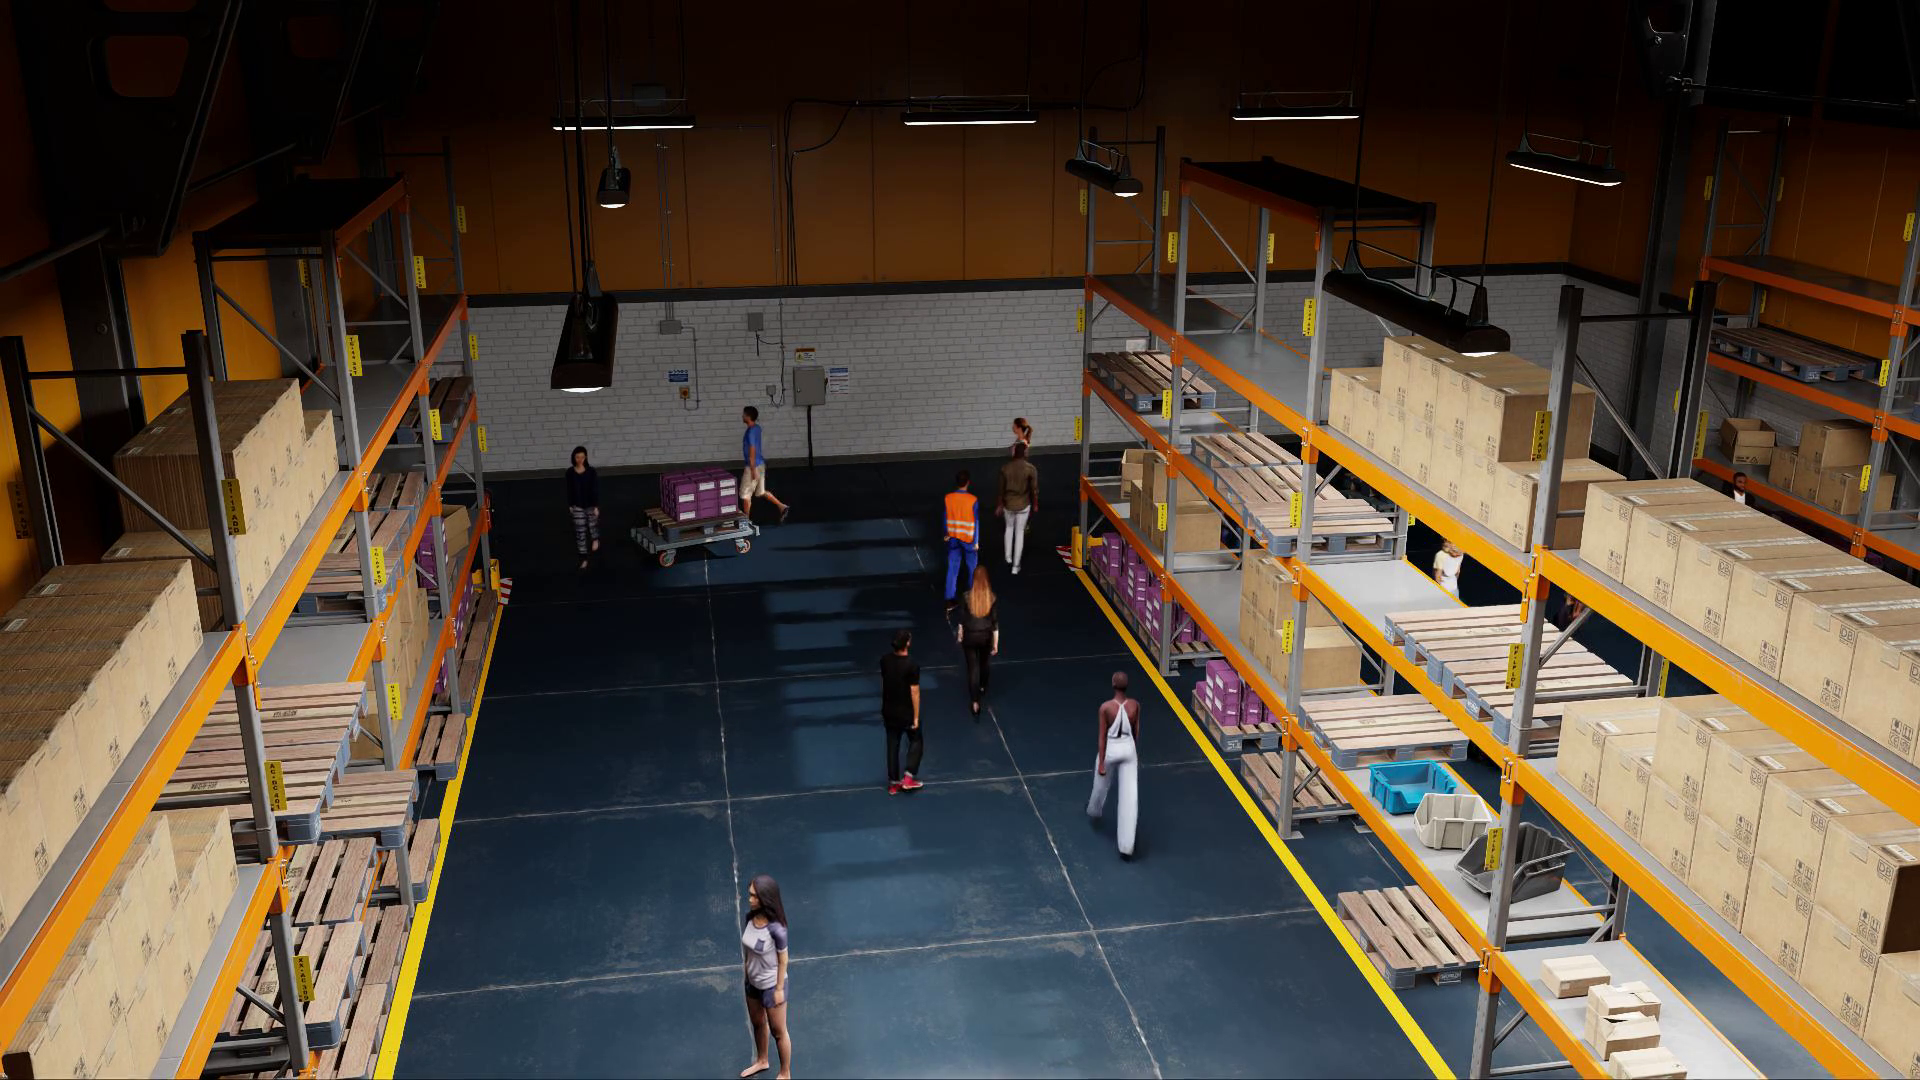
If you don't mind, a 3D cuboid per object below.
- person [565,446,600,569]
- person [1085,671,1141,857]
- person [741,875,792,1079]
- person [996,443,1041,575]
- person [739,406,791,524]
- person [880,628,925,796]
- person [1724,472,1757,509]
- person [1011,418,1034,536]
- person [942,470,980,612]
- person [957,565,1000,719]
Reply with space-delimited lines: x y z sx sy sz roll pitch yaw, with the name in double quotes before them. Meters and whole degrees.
"person" -5.223 -0.495 23.232 0.702 1.706 1.034 0 19 0
"person" 1.509 2.108 15.459 0.703 1.733 1.170 -6 19 -16
"person" -1.417 3.224 12.189 0.654 1.706 0.740 17 25 41
"person" 0.762 -0.407 22.832 0.959 1.794 1.082 5 19 13
"person" -2.979 -1.084 24.766 0.943 1.843 1.124 3 19 8
"person" -0.640 1.741 16.530 0.742 1.746 0.781 9 21 26
"person" 10.032 -0.015 21.660 0.663 1.799 0.573 -2 19 -6
"person" 0.960 -0.917 24.370 0.717 1.779 0.634 2 19 5
"person" -0.017 0.038 21.474 1.104 1.819 1.323 7 20 20
"person" 0.190 1.147 18.412 0.752 1.670 1.170 0 19 1
